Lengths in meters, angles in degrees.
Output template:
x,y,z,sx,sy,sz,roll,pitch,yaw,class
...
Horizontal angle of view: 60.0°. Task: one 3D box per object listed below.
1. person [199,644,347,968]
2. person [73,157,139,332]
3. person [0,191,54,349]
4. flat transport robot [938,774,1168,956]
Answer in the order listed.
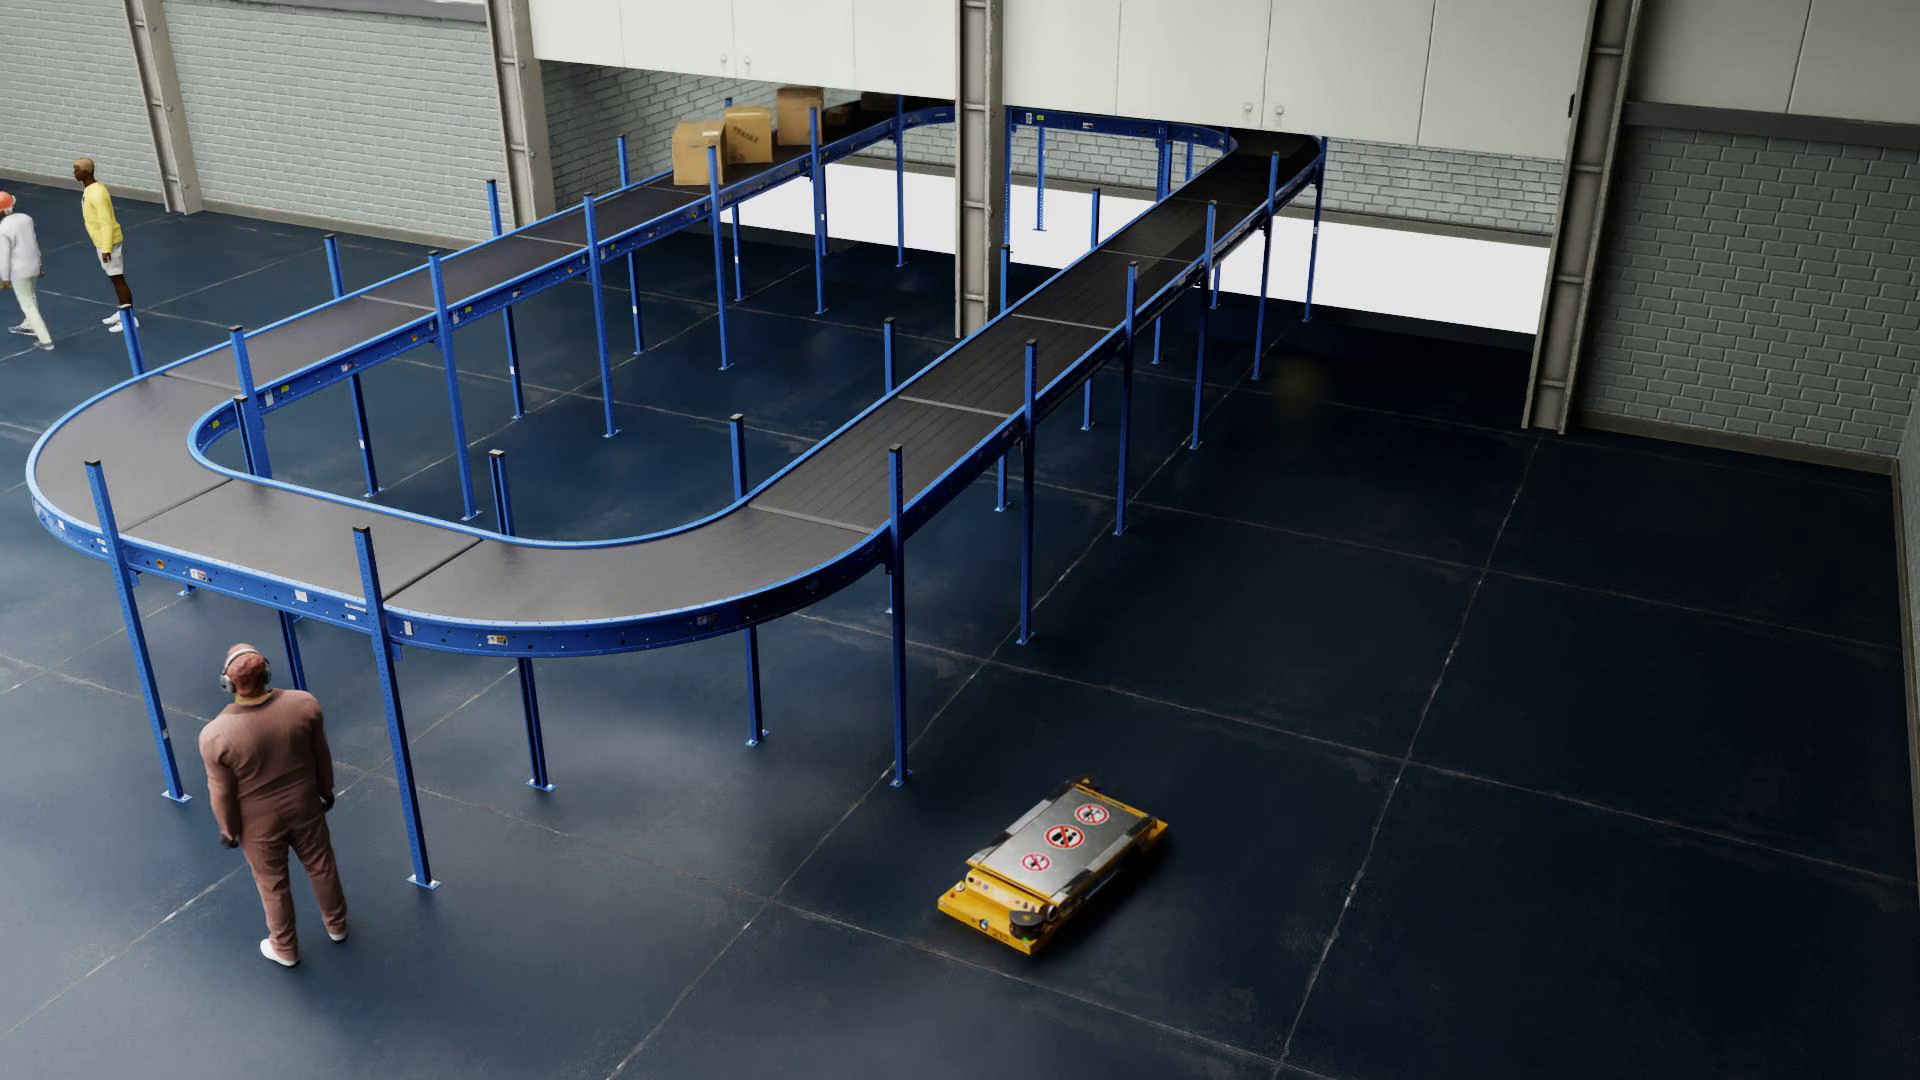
x,y,z,sx,sy,sz,roll,pitch,yaw,class
-3.625,1.403,8.810,0.641,1.908,0.414,-23,35,-38,person
-9.334,-3.232,18.157,0.374,1.900,0.543,-16,30,-29,person
-10.079,-2.890,17.698,0.681,1.691,0.603,2,26,4,person
0.567,1.865,9.719,0.659,0.231,1.431,19,32,33,flat transport robot
